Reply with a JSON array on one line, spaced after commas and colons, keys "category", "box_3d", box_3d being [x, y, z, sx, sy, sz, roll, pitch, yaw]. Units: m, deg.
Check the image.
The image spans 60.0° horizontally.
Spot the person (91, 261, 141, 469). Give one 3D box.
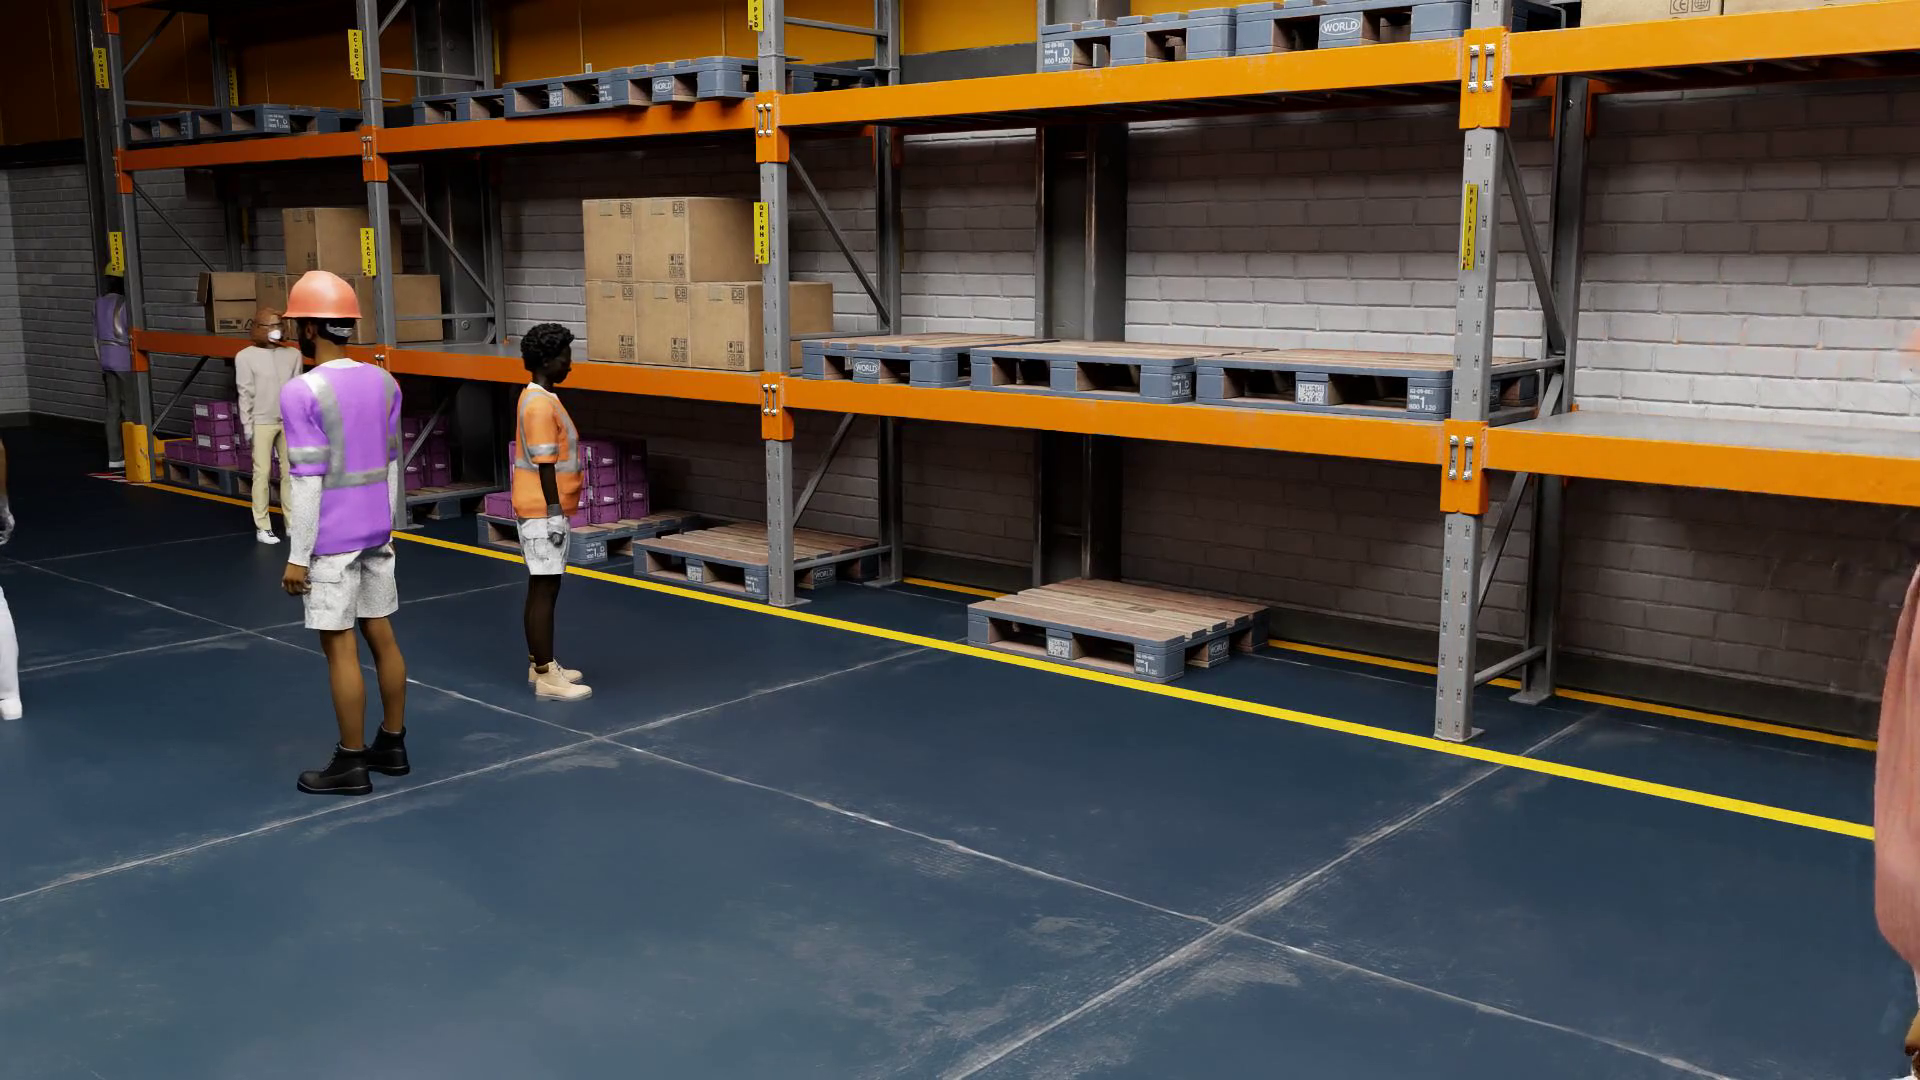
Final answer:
[{"category": "person", "box_3d": [-7.630, -1.594, 15.185, 0.593, 1.922, 0.382, 5, 11, 28]}]

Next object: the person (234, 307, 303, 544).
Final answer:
[{"category": "person", "box_3d": [-4.720, -0.788, 11.451, 0.278, 1.625, 0.501, 8, 12, 37]}]

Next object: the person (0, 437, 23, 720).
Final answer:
[{"category": "person", "box_3d": [-4.246, -0.125, 6.980, 0.310, 1.868, 0.533, 5, 11, 28]}]

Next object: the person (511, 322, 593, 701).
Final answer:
[{"category": "person", "box_3d": [-1.854, -0.128, 7.498, 0.320, 1.694, 0.532, -3, 10, -18]}]

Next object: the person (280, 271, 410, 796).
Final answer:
[{"category": "person", "box_3d": [-2.304, -0.018, 6.175, 0.359, 1.939, 0.542, 4, 11, 19]}]

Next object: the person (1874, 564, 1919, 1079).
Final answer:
[{"category": "person", "box_3d": [1.586, 0.580, 2.685, 0.810, 1.976, 0.615, 6, 11, 29]}]
